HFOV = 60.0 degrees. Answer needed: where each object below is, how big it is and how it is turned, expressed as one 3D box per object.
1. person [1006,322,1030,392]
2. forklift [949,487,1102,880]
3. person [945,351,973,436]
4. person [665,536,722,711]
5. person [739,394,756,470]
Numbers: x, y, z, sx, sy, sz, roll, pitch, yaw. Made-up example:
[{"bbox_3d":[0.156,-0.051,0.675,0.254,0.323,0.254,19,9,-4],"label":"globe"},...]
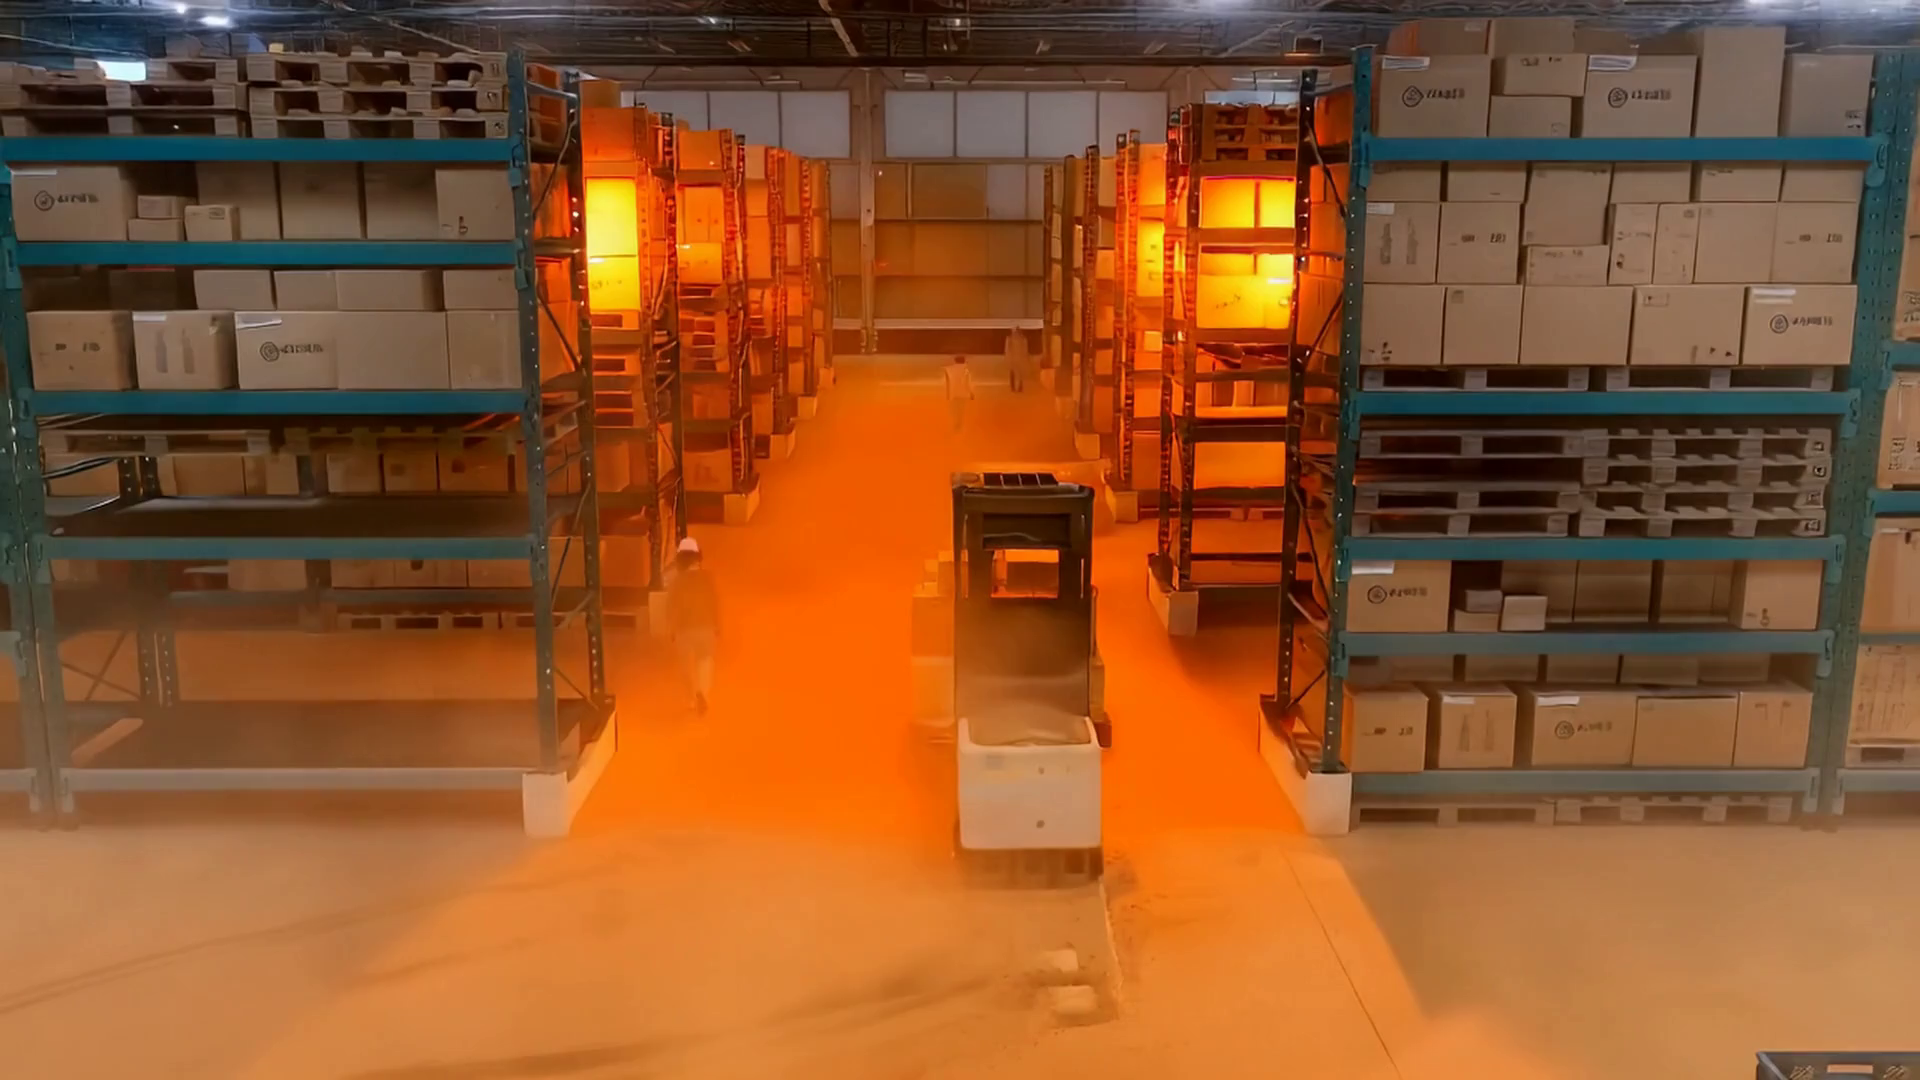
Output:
[{"bbox_3d":[1.546,-4.909,44.591,0.668,1.848,1.012,-1,11,-5],"label":"person"},{"bbox_3d":[0.495,0.986,12.813,1.129,2.768,1.873,0,11,-2],"label":"forklift"},{"bbox_3d":[0.024,-3.183,36.091,0.636,1.825,0.540,7,13,31],"label":"person"},{"bbox_3d":[-2.622,0.829,16.391,0.549,1.754,0.395,-1,11,-4],"label":"person"},{"bbox_3d":[-3.731,-1.717,29.158,0.318,1.697,0.535,2,12,10],"label":"person"}]
